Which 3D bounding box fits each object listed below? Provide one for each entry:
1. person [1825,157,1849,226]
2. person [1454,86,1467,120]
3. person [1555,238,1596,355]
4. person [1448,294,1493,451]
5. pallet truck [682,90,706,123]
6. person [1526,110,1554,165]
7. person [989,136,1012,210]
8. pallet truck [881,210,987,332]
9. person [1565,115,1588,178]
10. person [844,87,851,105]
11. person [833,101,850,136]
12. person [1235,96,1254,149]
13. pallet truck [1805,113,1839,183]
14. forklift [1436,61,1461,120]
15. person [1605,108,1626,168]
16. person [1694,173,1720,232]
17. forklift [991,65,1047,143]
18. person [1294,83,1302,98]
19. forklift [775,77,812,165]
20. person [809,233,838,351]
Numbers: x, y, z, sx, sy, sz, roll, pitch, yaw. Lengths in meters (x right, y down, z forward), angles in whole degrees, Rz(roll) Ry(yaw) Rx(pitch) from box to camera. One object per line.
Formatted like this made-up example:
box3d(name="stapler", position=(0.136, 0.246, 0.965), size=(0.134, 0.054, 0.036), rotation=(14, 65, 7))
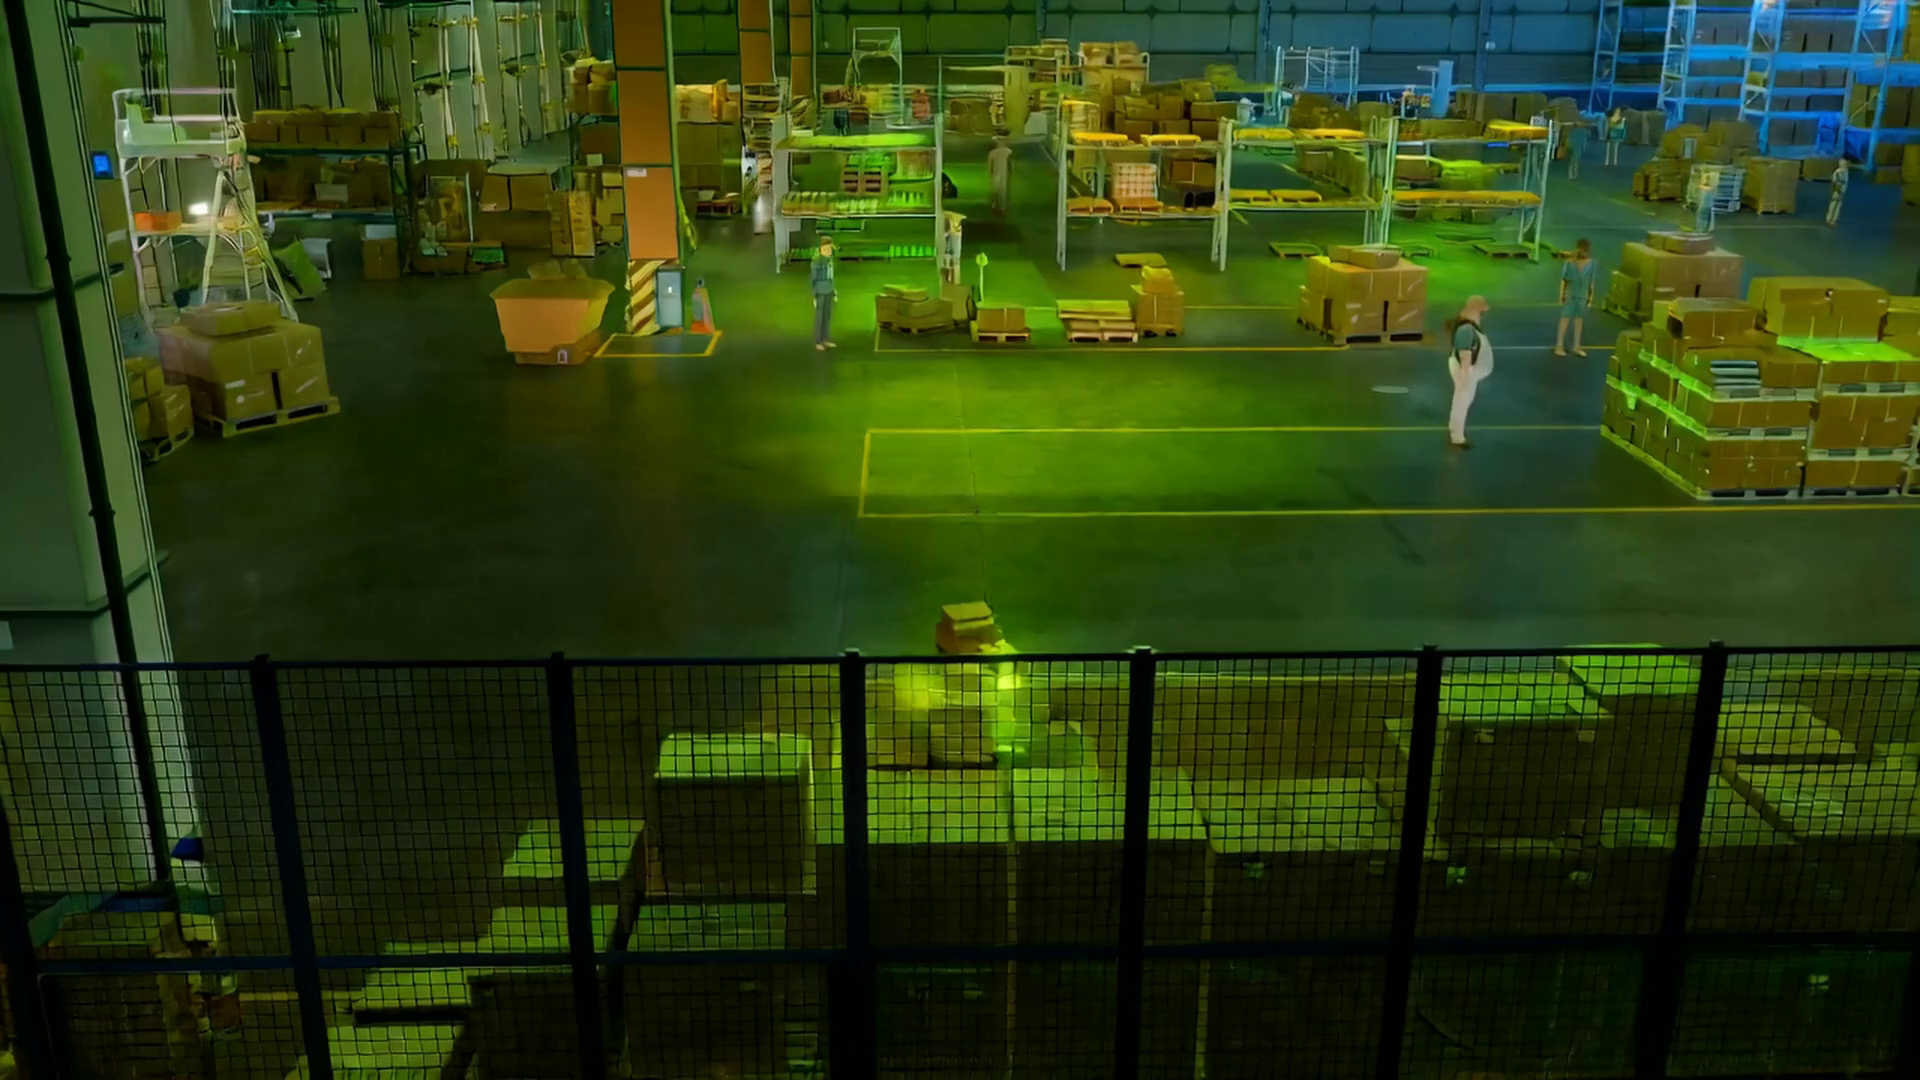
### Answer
box3d(name="person", position=(21.906, -8.692, 41.483), size=(0.535, 1.697, 0.318), rotation=(-8, 20, -24))
box3d(name="person", position=(19.729, -16.892, 65.472), size=(0.549, 1.916, 0.816), rotation=(7, 20, 20))
box3d(name="person", position=(10.034, -3.954, 27.079), size=(0.541, 1.928, 0.398), rotation=(1, 19, 3))
box3d(name="person", position=(6.660, -2.196, 21.681), size=(0.536, 2.000, 0.688), rotation=(5, 19, 14))
box3d(name="pallet truck", position=(-9.671, -15.907, 62.421), size=(0.823, 1.965, 1.885), rotation=(5, 19, 15))
box3d(name="person", position=(19.290, -13.334, 55.106), size=(0.994, 1.785, 0.644), rotation=(2, 19, 5))
box3d(name="person", position=(1.057, -9.831, 44.519), size=(0.628, 1.909, 0.870), rotation=(-3, 19, -10))
box3d(name="pallet truck", position=(-0.493, -4.759, 29.349), size=(1.885, 1.965, 0.823), rotation=(-13, 23, -34))
box3d(name="person", position=(19.017, -12.145, 51.368), size=(0.628, 1.927, 0.465), rotation=(7, 20, 20))
box3d(name="person", position=(-4.626, -17.682, 68.149), size=(0.317, 1.695, 0.540), rotation=(-6, 20, -18))
box3d(name="person", position=(-4.130, -14.441, 58.272), size=(0.582, 1.877, 1.001), rotation=(6, 20, 17))
box3d(name="person", position=(10.284, -15.097, 60.151), size=(0.644, 1.923, 0.513), rotation=(2, 19, 6))
box3d(name="pallet truck", position=(26.403, -11.957, 50.702), size=(0.823, 1.965, 1.885), rotation=(6, 19, 16))
box3d(name="forklift", position=(19.158, -17.572, 66.001), size=(1.873, 2.768, 1.129), rotation=(-1, 19, -2))
box3d(name="person", position=(21.347, -13.102, 54.244), size=(0.591, 1.911, 0.390), rotation=(7, 20, 19))
box3d(name="person", position=(16.078, -6.942, 35.896), size=(0.386, 1.958, 0.604), rotation=(-1, 19, -4))
box3d(name="forklift", position=(2.267, -16.490, 62.791), size=(1.873, 2.768, 1.129), rotation=(-10, 21, -27))
box3d(name="person", position=(13.434, -17.192, 66.238), size=(0.395, 1.994, 0.612), rotation=(-5, 19, -16))
box3d(name="forklift", position=(-5.919, -13.893, 55.087), size=(1.873, 2.768, 1.129), rotation=(-1, 19, -1))
box3d(name="person", position=(-2.242, -4.125, 27.576), size=(0.380, 1.928, 0.586), rotation=(13, 22, 33))
